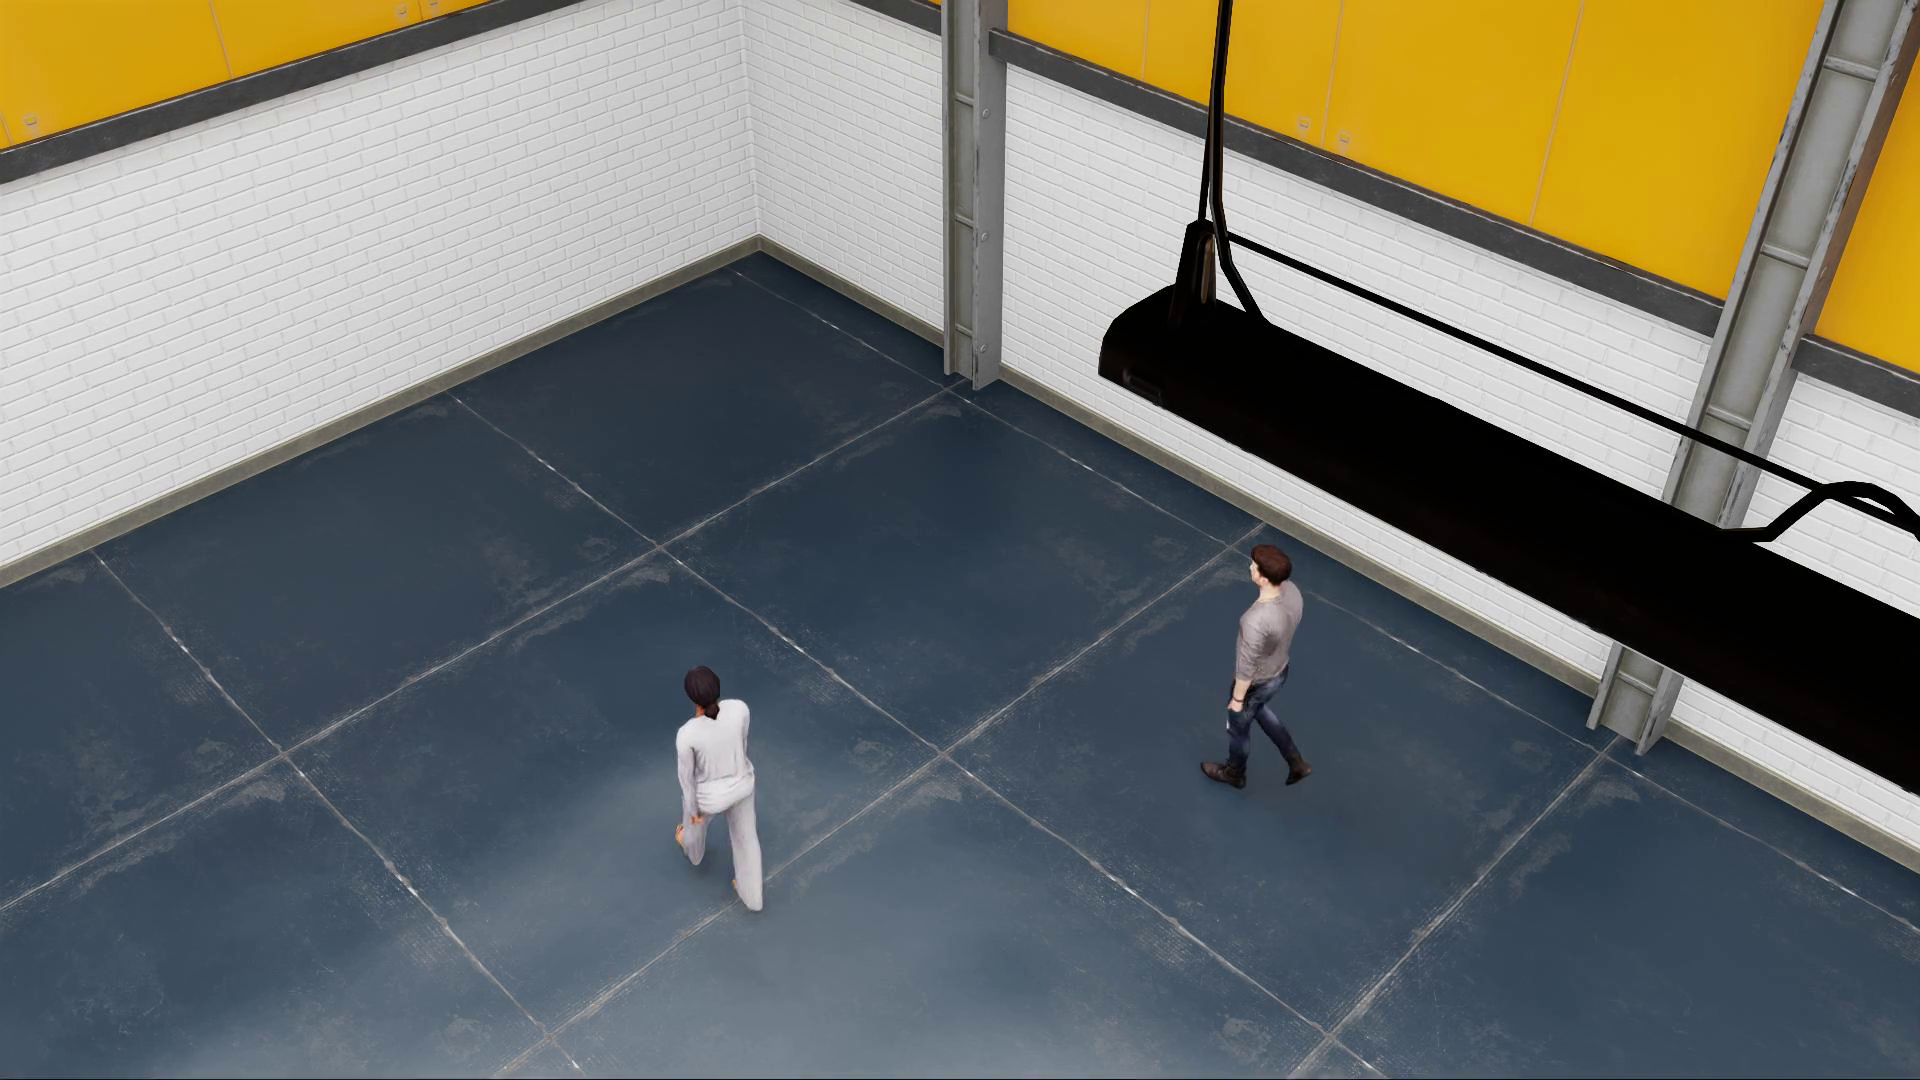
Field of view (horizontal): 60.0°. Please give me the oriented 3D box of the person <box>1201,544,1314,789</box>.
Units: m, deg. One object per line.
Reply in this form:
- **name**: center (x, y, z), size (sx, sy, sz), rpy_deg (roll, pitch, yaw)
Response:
- **person**: center (1.849, 0.832, 9.859), size (0.947, 1.891, 0.756), rpy_deg (27, 46, 29)

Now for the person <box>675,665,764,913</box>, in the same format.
- **person**: center (-1.292, 1.428, 9.258), size (0.796, 1.709, 1.058), rpy_deg (-20, 43, -23)
